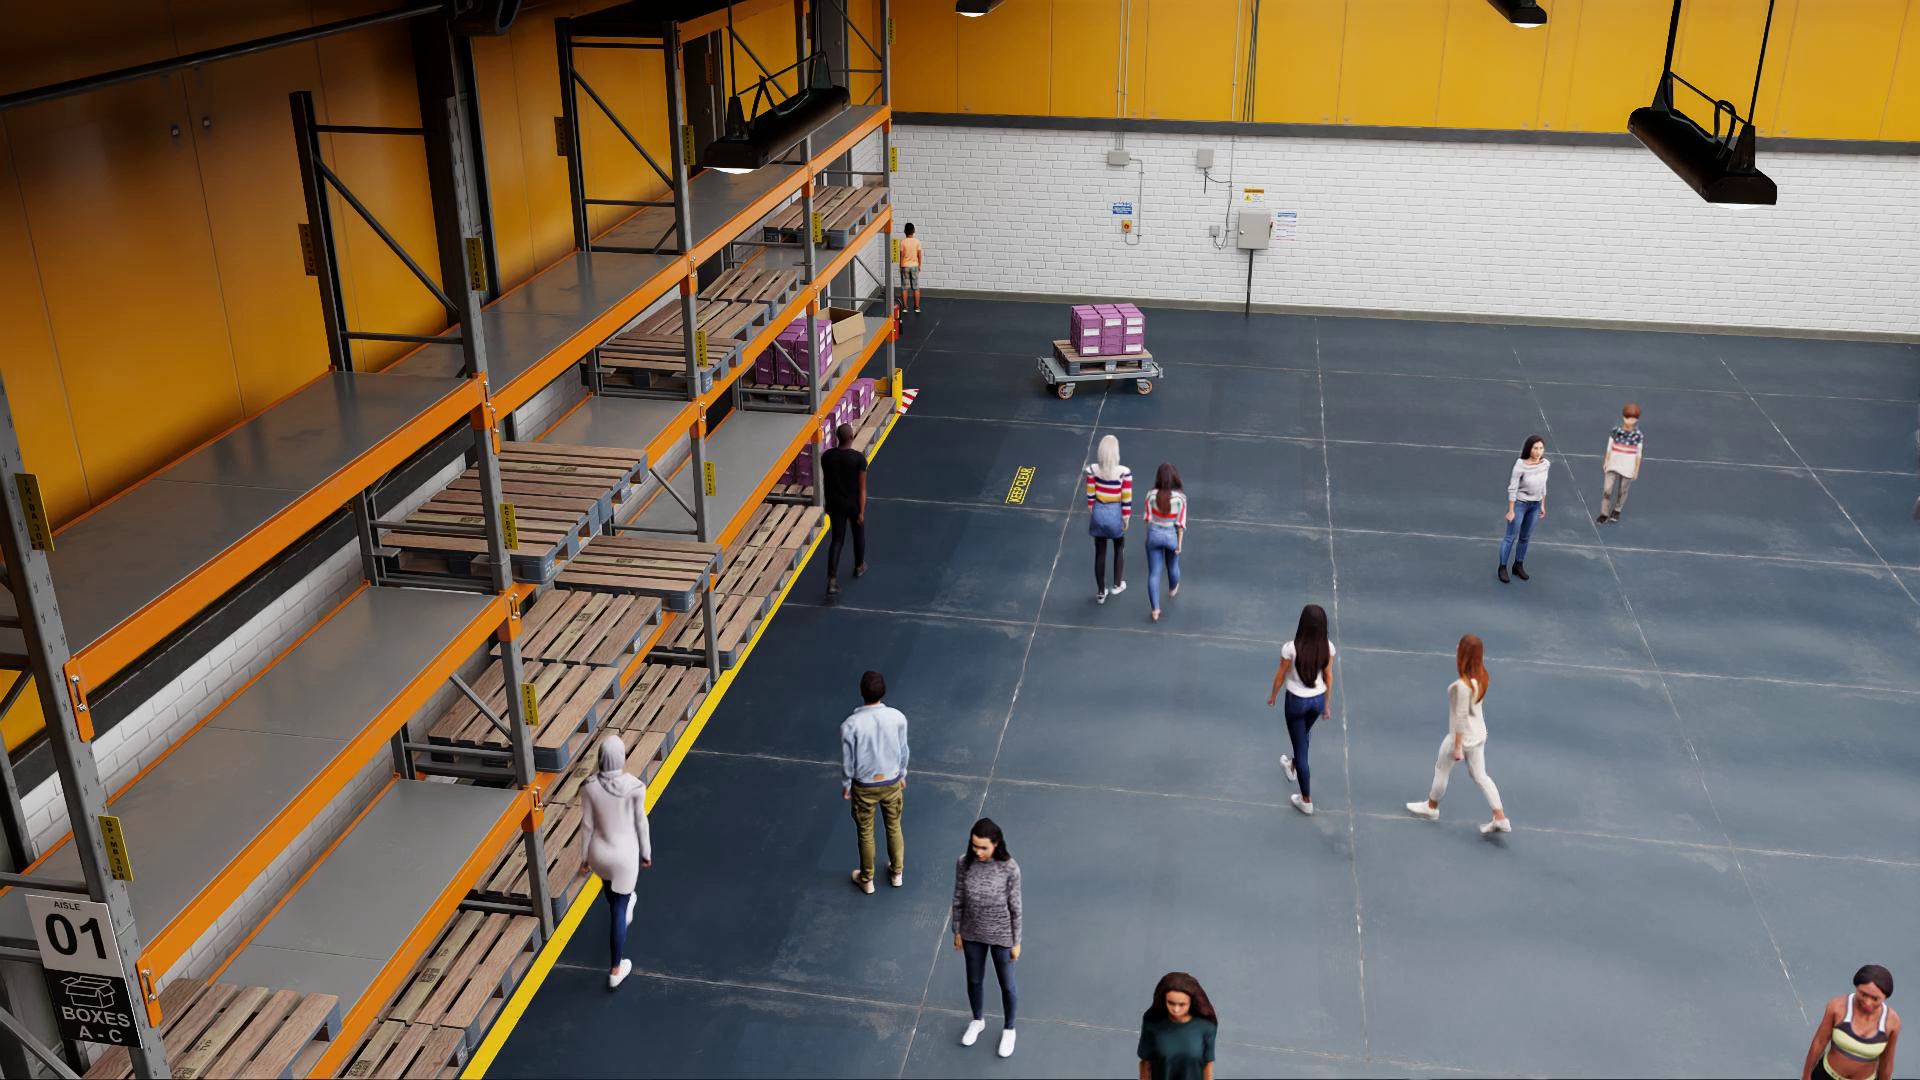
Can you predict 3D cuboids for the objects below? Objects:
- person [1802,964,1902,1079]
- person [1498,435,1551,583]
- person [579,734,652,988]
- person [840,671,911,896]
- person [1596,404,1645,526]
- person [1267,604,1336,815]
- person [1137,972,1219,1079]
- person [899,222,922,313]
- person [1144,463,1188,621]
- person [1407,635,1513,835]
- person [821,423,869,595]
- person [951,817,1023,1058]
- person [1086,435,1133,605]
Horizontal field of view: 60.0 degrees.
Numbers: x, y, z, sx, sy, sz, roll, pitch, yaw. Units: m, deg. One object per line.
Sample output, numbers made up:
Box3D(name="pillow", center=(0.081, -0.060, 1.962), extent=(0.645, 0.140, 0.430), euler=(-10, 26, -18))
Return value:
Box3D(name="person", center=(5.073, 3.086, 9.539), extent=(0.699, 1.739, 0.859), euler=(12, 26, 25))
Box3D(name="person", center=(5.941, -0.344, 17.521), extent=(0.681, 1.631, 0.678), euler=(-8, 25, -17))
Box3D(name="person", center=(-2.413, 2.251, 11.485), extent=(0.670, 1.712, 1.145), euler=(2, 24, 5))
Box3D(name="person", center=(-0.626, 1.799, 12.393), extent=(0.758, 1.812, 0.750), euler=(-8, 25, -18))
Box3D(name="person", center=(7.582, -0.890, 19.031), extent=(0.692, 1.421, 0.822), euler=(13, 27, 27))
Box3D(name="person", center=(2.814, 1.395, 13.398), extent=(0.864, 1.746, 1.068), euler=(-7, 25, -15))
Box3D(name="person", center=(1.260, 3.121, 9.635), extent=(0.595, 1.599, 0.700), euler=(5, 24, 11))
Box3D(name="person", center=(-0.820, -4.448, 27.124), extent=(0.578, 1.459, 0.590), euler=(-5, 24, -12))
Box3D(name="person", center=(2.031, 0.039, 16.720), extent=(0.583, 1.571, 0.988), euler=(5, 24, 10))
Box3D(name="person", center=(4.064, 1.575, 13.063), extent=(1.031, 1.685, 1.105), euler=(21, 31, 39))
Box3D(name="person", center=(-1.218, -0.283, 17.197), extent=(0.756, 1.778, 1.220), euler=(7, 24, 15))
Box3D(name="person", center=(0.194, 2.538, 10.803), extent=(0.643, 1.731, 0.575), euler=(7, 25, 15))
Box3D(name="person", center=(1.475, -0.188, 16.956), extent=(0.714, 1.798, 0.759), euler=(9, 25, 19))
